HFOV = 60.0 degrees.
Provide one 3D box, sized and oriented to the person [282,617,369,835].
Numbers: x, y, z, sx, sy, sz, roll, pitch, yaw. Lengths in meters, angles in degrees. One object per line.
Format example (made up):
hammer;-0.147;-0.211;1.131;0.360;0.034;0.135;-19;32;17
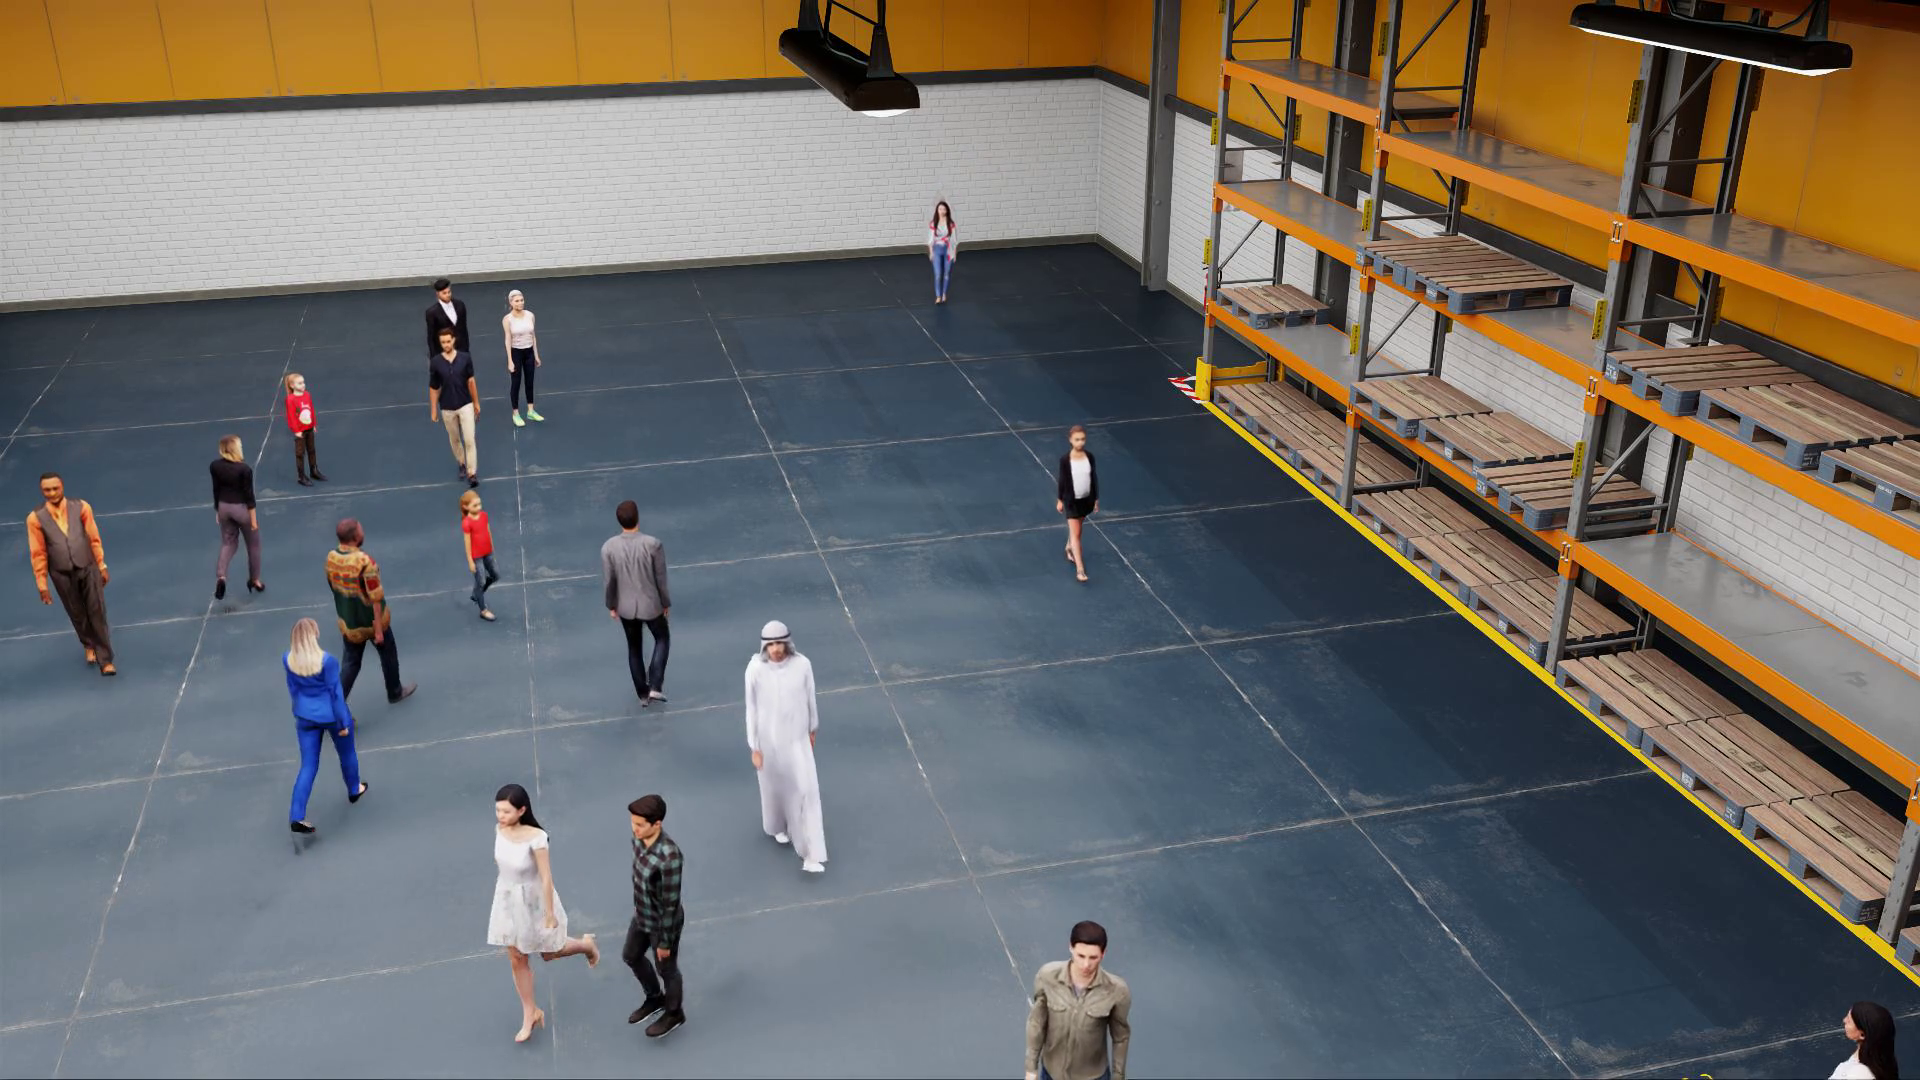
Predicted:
person;-4.783;1.394;12.323;0.952;1.666;1.208;4;24;9

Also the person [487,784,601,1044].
person;-2.599;2.241;10.272;1.014;1.757;1.065;14;27;29

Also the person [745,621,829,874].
person;-1.311;1.412;12.012;0.700;1.883;1.208;-7;25;-16

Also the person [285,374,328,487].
person;-7.474;-1.272;18.903;0.642;1.282;0.578;11;26;25

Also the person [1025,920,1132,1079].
person;0.631;2.778;8.920;1.012;1.855;1.130;8;25;18

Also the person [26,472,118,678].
person;-7.816;0.262;14.656;0.911;1.872;1.233;-13;27;-27

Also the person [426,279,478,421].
person;-6.362;-2.384;20.734;0.842;1.852;0.851;-20;30;-38

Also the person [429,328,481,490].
person;-5.696;-1.519;18.802;0.680;1.815;1.098;-7;24;-15

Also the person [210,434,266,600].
person;-6.978;-0.179;15.942;0.819;1.650;0.944;3;24;7

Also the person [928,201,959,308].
person;-0.262;-4.458;25.811;0.756;1.586;1.022;-1;24;-2

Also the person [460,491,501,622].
person;-4.572;0.131;15.673;0.691;1.297;0.631;13;27;27

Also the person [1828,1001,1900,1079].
person;4.488;3.119;8.228;0.964;1.785;0.861;19;30;37

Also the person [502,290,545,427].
person;-5.456;-2.286;20.699;0.706;1.701;0.689;20;31;38

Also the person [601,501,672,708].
person;-2.681;0.589;13.922;0.793;1.861;0.826;-1;24;-2

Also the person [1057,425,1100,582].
person;1.163;-0.425;16.673;0.561;1.515;1.029;-5;24;-12

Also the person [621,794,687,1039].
person;-1.808;2.254;10.156;0.824;1.709;0.685;-18;29;-35

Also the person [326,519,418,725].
person;-5.014;0.703;13.768;1.147;1.775;1.251;11;26;23
